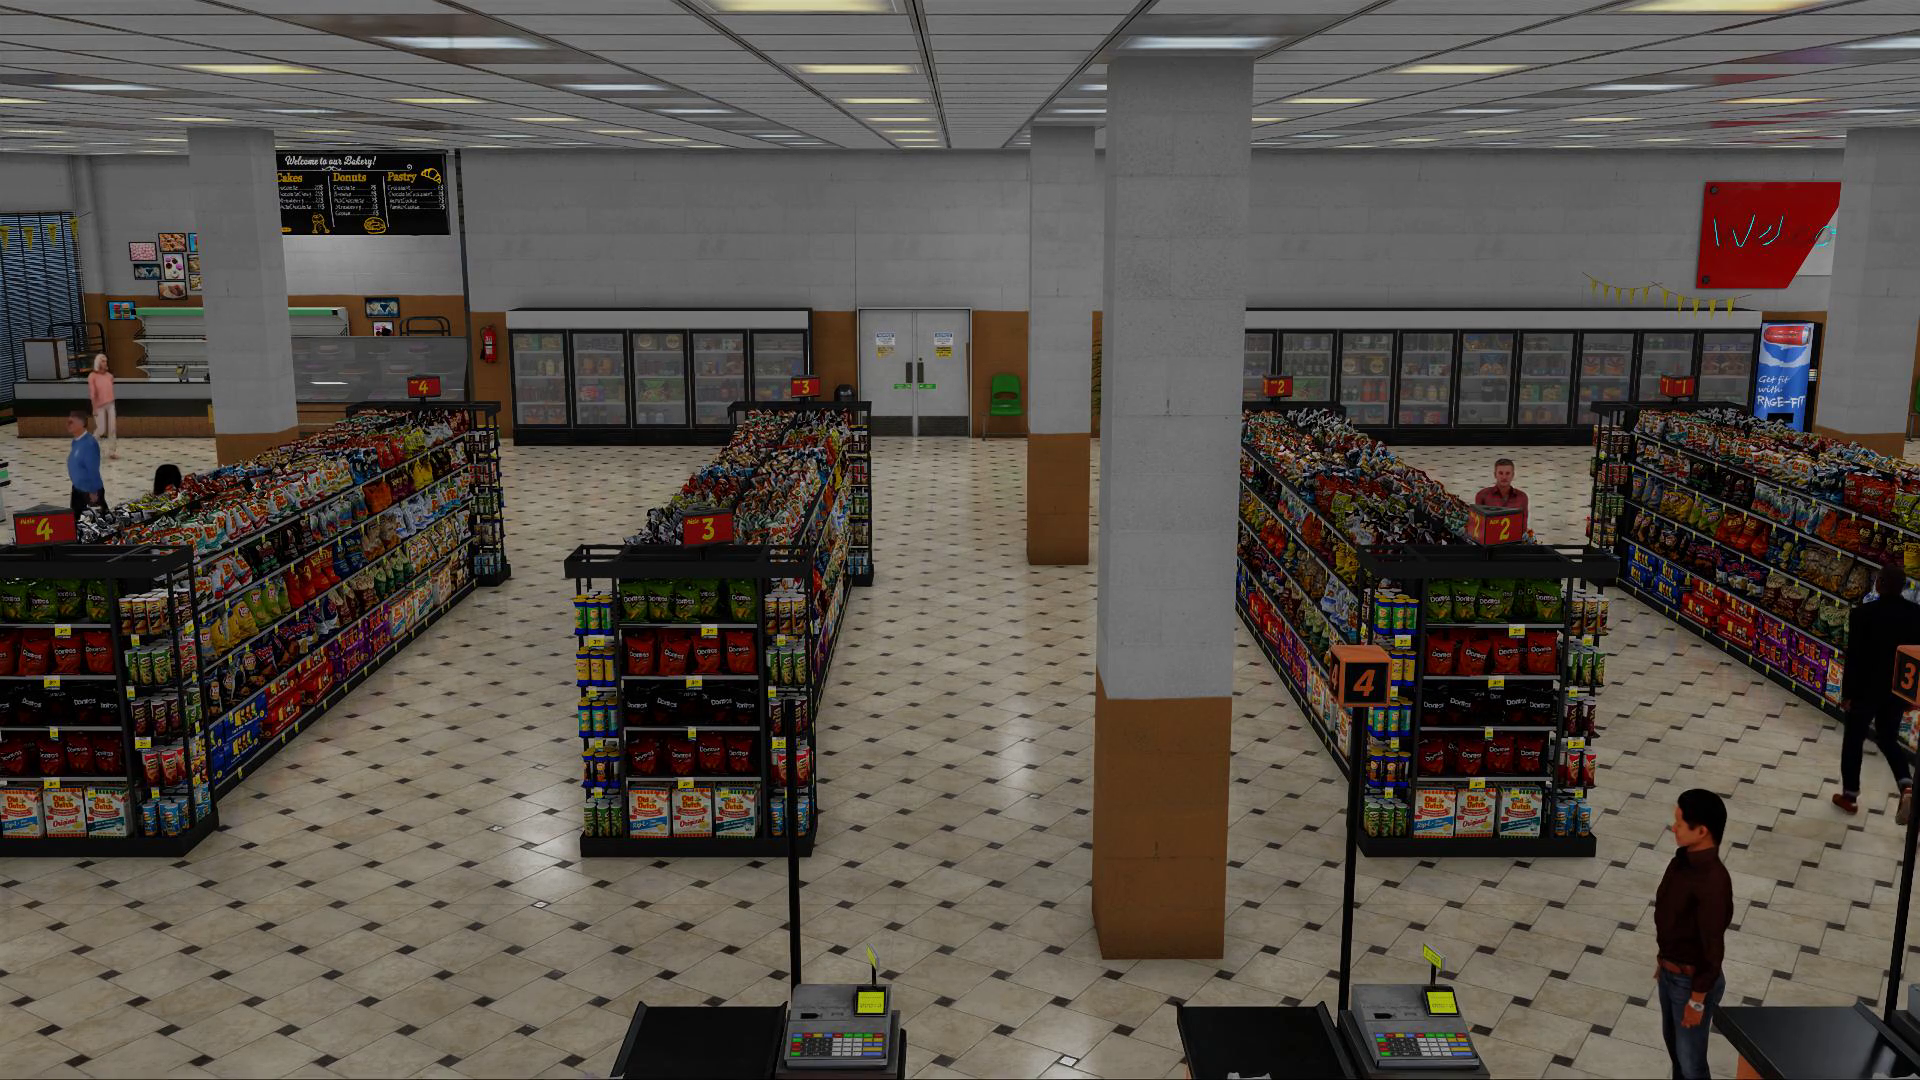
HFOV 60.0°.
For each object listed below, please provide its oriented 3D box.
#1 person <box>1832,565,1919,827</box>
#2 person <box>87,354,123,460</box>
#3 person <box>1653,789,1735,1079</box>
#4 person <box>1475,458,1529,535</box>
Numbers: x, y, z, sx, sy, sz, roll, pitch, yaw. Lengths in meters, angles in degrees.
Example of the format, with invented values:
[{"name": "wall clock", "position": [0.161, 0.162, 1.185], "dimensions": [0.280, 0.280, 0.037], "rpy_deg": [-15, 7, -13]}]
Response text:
[{"name": "person", "position": [6.332, 1.083, 11.386], "dimensions": [0.726, 1.799, 0.998], "rpy_deg": [1, 12, 3]}, {"name": "person", "position": [-13.936, -2.155, 26.973], "dimensions": [0.912, 1.712, 0.914], "rpy_deg": [7, 14, 30]}, {"name": "person", "position": [3.233, 1.943, 7.354], "dimensions": [0.727, 1.777, 0.487], "rpy_deg": [1, 12, 6]}, {"name": "person", "position": [5.141, 0.119, 15.886], "dimensions": [0.710, 1.831, 0.590], "rpy_deg": [2, 12, 8]}]
